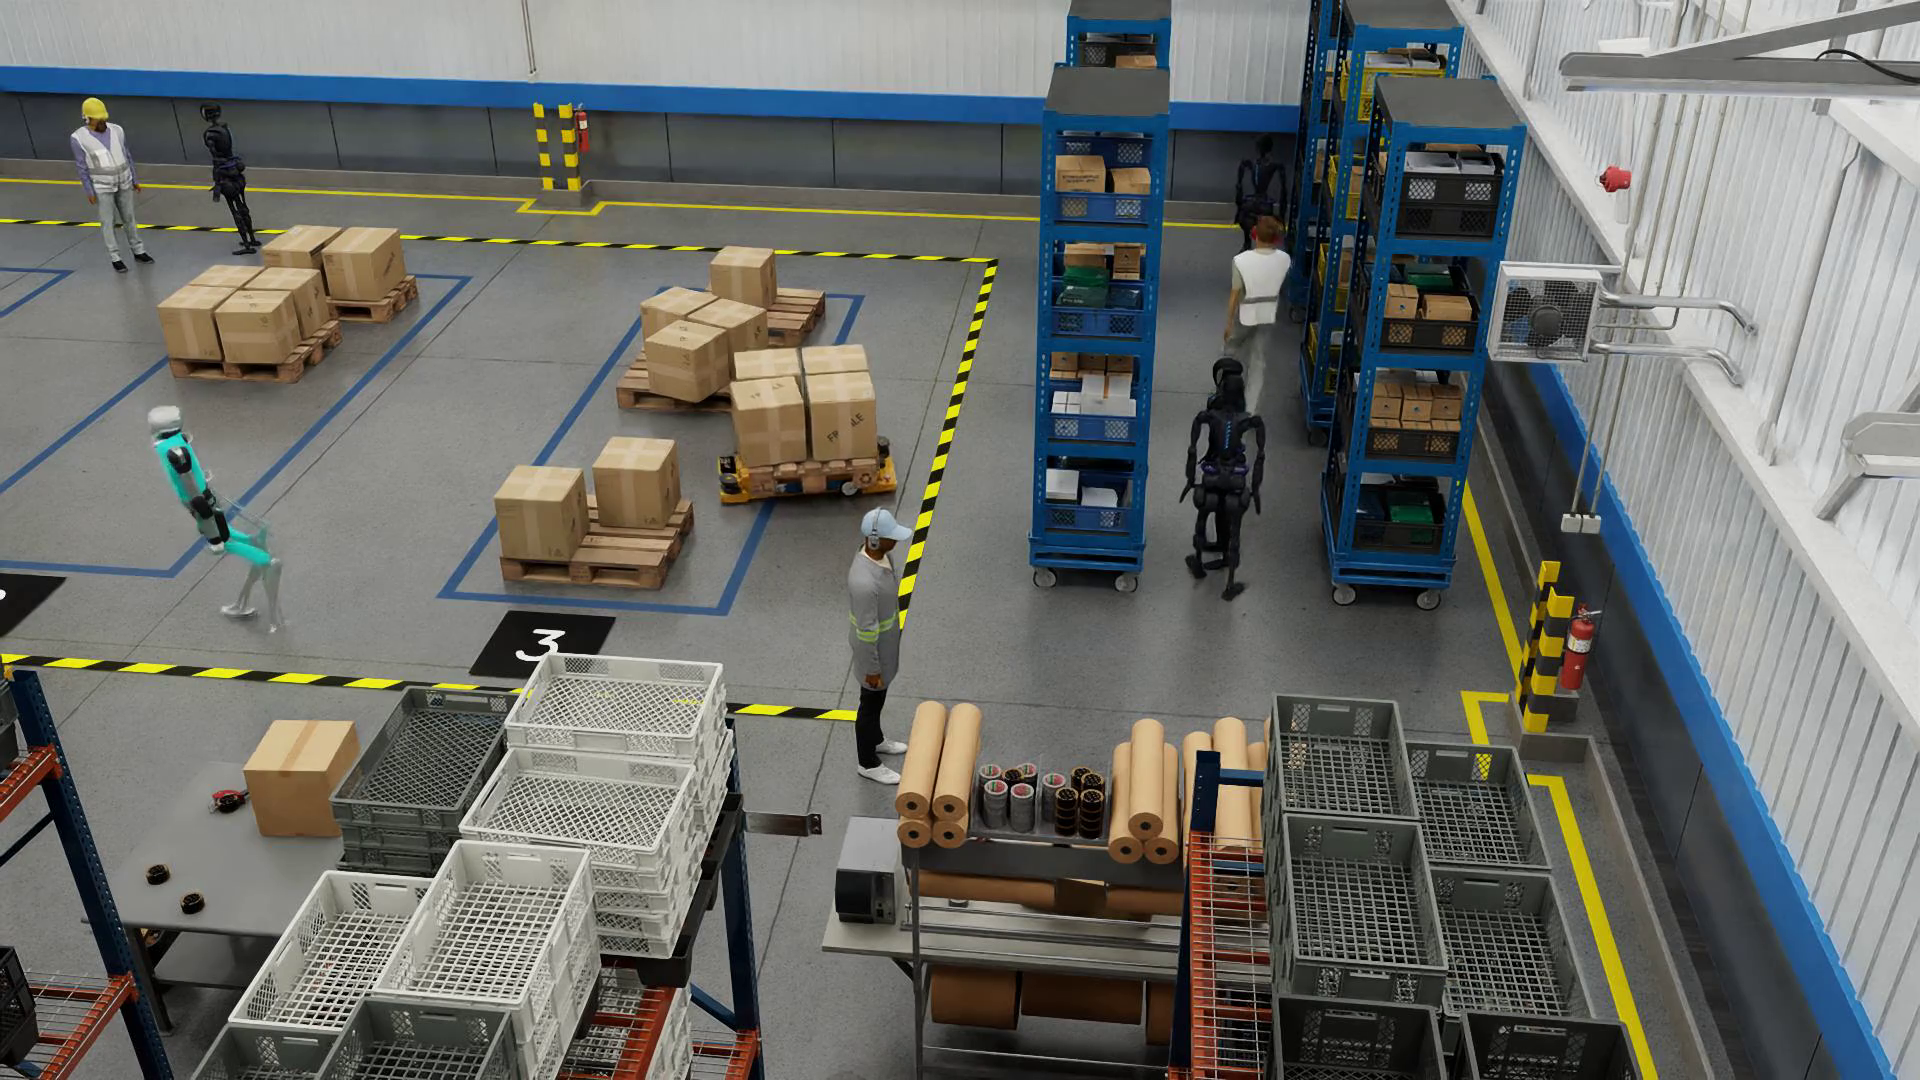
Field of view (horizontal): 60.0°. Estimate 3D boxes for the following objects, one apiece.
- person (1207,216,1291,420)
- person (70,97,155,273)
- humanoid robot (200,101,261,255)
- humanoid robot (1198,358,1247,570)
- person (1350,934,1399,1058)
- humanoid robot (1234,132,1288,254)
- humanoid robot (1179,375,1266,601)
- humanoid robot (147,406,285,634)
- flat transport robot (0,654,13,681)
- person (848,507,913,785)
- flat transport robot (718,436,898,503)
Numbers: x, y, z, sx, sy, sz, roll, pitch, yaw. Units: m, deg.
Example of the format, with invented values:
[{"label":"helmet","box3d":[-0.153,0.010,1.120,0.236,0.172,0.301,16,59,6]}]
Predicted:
[{"label":"person","box3d":[2.508,-1.936,14.459,0.600,1.812,0.731,-9,31,-15]},{"label":"person","box3d":[-8.968,-3.764,17.584,0.403,1.832,0.585,20,36,31]},{"label":"humanoid robot","box3d":[-7.926,-3.927,18.001,0.315,1.659,0.599,-1,30,-2]},{"label":"humanoid robot","box3d":[1.929,-0.570,12.237,0.315,1.657,0.599,0,30,0]},{"label":"person","box3d":[1.756,2.339,7.191,0.727,1.722,0.554,7,31,12]},{"label":"humanoid robot","box3d":[3.060,-3.343,17.013,0.585,1.643,0.407,16,34,26]},{"label":"humanoid robot","box3d":[1.879,-0.389,11.957,0.589,1.628,0.531,4,30,6]},{"label":"humanoid robot","box3d":[-5.024,-0.158,11.487,0.781,1.772,0.540,-20,36,-31]},{"label":"flat transport robot","box3d":[-7.142,0.969,11.010,1.431,0.231,0.659,3,30,6]},{"label":"person","box3d":[-0.468,0.620,10.034,0.395,1.850,0.597,3,30,5]},{"label":"flat transport robot","box3d":[-1.261,-0.590,13.659,1.431,0.197,0.652,-5,31,-8]}]
